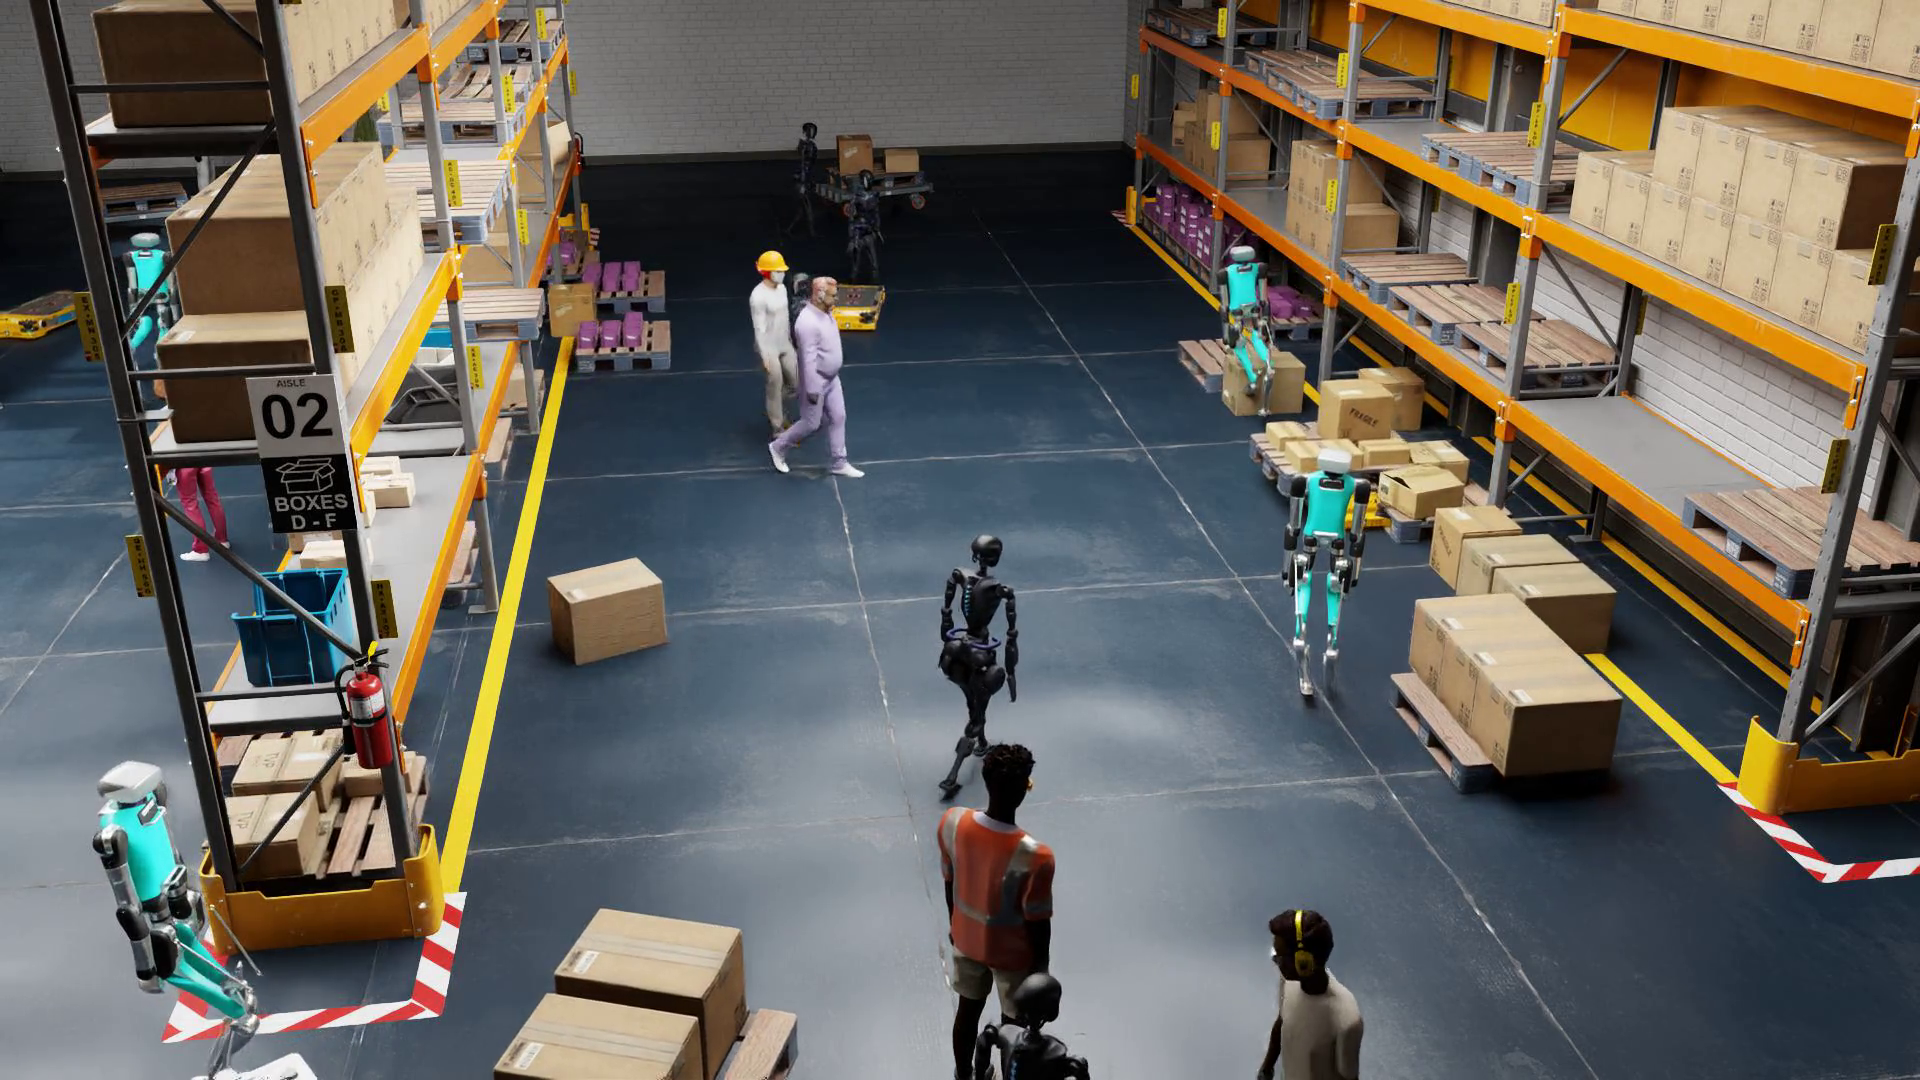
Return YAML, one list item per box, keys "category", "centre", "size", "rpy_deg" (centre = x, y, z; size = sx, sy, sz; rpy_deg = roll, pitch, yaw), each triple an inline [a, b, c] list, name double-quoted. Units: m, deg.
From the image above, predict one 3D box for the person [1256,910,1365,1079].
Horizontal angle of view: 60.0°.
- category: "person"
  centre: [1.375, 2.260, 6.578]
  size: [0.411, 1.839, 0.571]
  rpy_deg: [-11, 26, -23]

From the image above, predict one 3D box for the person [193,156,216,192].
- category: "person"
  centre: [-11.527, -5.956, 25.307]
  size: [0.430, 1.831, 0.638]
  rpy_deg: [-1, 24, -3]

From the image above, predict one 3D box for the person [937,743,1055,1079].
- category: "person"
  centre: [0.173, 1.792, 7.501]
  size: [0.596, 1.958, 0.370]
  rpy_deg: [17, 29, 34]

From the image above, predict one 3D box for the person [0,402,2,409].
- category: "person"
  centre: [-10.062, -2.236, 16.682]
  size: [0.499, 1.950, 0.421]
  rpy_deg: [-16, 28, -32]

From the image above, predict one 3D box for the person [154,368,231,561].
- category: "person"
  centre: [-6.213, -0.617, 13.396]
  size: [0.282, 1.628, 0.498]
  rpy_deg: [7, 25, 16]

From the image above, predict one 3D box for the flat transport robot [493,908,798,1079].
- category: "flat transport robot"
  centre: [-1.387, 2.711, 7.502]
  size: [1.431, 0.231, 0.659]
  rpy_deg: [5, 24, 12]

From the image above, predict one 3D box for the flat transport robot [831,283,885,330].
- category: "flat transport robot"
  centre: [-1.286, -2.823, 20.109]
  size: [0.659, 0.231, 1.431]
  rpy_deg: [1, 24, 2]

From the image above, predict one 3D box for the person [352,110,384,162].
- category: "person"
  centre: [-9.481, -6.305, 26.402]
  size: [0.885, 1.583, 0.511]
  rpy_deg: [-10, 26, -21]

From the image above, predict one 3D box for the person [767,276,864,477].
- category: "person"
  centre: [-1.322, -1.461, 15.013]
  size: [0.809, 1.875, 0.648]
  rpy_deg: [8, 25, 18]

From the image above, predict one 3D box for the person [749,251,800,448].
- category: "person"
  centre: [-1.743, -1.804, 15.777]
  size: [0.433, 1.889, 0.601]
  rpy_deg: [14, 27, 29]

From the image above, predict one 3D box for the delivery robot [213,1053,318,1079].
- category: "delivery robot"
  centre: [-3.225, 2.626, 7.354]
  size: [0.790, 0.606, 0.499]
  rpy_deg: [-19, 30, -37]

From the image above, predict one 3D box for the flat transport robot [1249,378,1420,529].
- category: "flat transport robot"
  centre: [3.310, -0.460, 14.727]
  size: [0.659, 0.231, 1.431]
  rpy_deg: [-3, 24, -8]

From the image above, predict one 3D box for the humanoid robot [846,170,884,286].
- category: "humanoid robot"
  centre: [-1.203, -3.780, 20.563]
  size: [0.472, 1.632, 0.616]
  rpy_deg: [17, 29, 33]

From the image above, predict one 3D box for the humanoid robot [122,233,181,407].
- category: "humanoid robot"
  centre: [-8.265, -2.157, 16.856]
  size: [0.530, 1.761, 1.073]
  rpy_deg: [1, 24, 3]

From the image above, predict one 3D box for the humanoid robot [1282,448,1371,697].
- category: "humanoid robot"
  centre: [2.420, 0.329, 11.144]
  size: [0.545, 1.799, 0.825]
  rpy_deg: [4, 24, 10]

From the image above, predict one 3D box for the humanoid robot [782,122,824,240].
- category: "humanoid robot"
  centre: [-2.266, -5.076, 23.526]
  size: [0.597, 1.634, 0.592]
  rpy_deg: [3, 24, 7]

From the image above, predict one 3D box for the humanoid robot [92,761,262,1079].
- category: "humanoid robot"
  centre: [-3.476, 1.853, 7.672]
  size: [0.666, 1.831, 0.552]
  rpy_deg: [-1, 24, -2]

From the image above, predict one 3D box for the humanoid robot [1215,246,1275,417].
- category: "humanoid robot"
  centre: [2.859, -1.962, 16.339]
  size: [0.594, 1.731, 1.011]
  rpy_deg: [-6, 24, -13]

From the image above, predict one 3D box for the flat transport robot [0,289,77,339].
- category: "flat transport robot"
  centre: [-10.856, -2.691, 19.809]
  size: [0.659, 0.231, 1.431]
  rpy_deg: [4, 24, 10]

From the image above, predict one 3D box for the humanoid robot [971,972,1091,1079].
- category: "humanoid robot"
  centre: [0.285, 2.402, 6.491]
  size: [0.597, 1.630, 0.563]
  rpy_deg: [15, 28, 30]

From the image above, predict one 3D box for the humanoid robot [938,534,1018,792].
- category: "humanoid robot"
  centre: [0.084, 0.737, 10.321]
  size: [0.613, 1.620, 0.811]
  rpy_deg: [17, 29, 33]

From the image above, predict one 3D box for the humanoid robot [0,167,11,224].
- category: "humanoid robot"
  centre: [-14.396, -5.499, 24.437]
  size: [0.599, 1.657, 0.315]
  rpy_deg: [2, 24, 4]

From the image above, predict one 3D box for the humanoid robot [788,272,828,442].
- category: "humanoid robot"
  centre: [-1.450, -1.780, 16.000]
  size: [0.463, 1.645, 0.616]
  rpy_deg: [-14, 27, -29]
